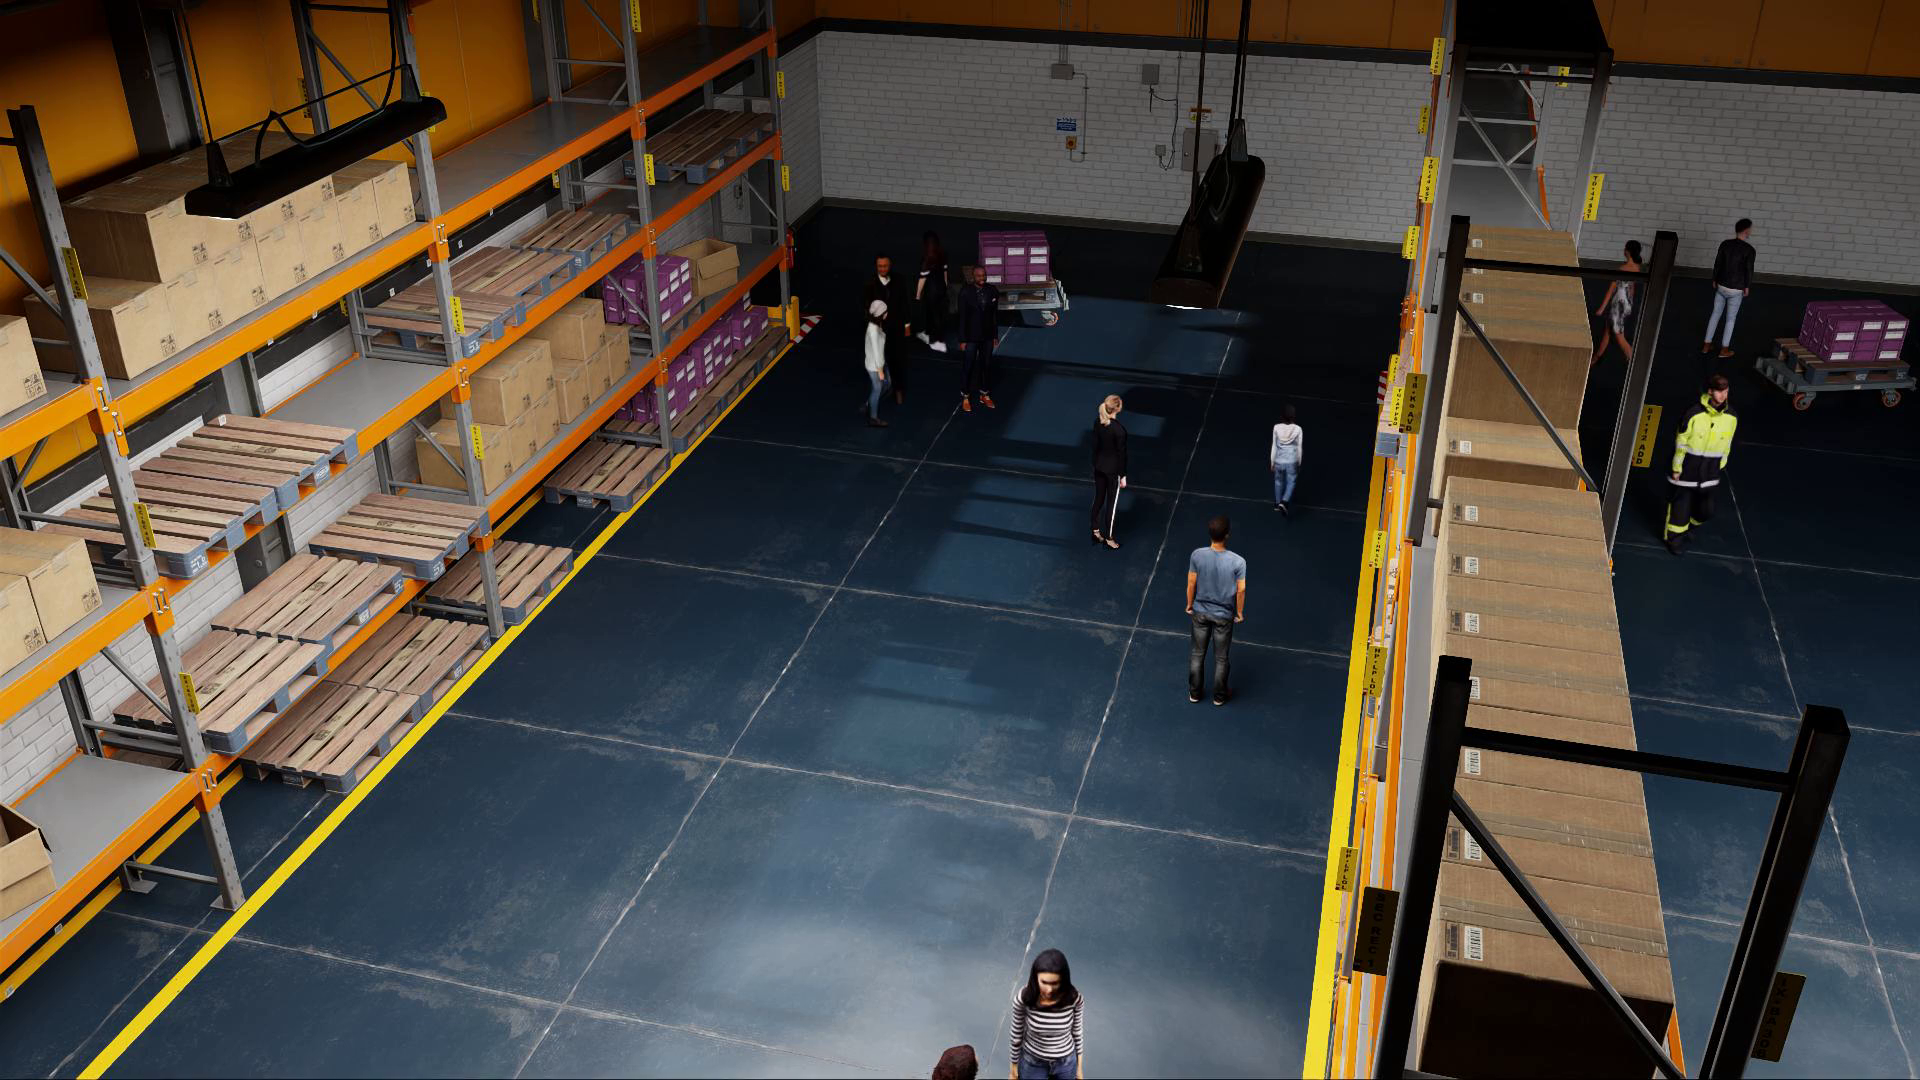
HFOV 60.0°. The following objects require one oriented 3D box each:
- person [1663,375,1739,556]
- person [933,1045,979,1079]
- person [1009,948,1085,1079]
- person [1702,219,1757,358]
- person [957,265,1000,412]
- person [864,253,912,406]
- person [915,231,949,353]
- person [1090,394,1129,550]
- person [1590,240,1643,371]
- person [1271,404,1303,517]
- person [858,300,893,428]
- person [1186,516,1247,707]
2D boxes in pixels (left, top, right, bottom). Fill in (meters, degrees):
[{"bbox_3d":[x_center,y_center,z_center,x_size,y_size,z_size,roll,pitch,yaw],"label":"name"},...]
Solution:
[{"bbox_3d":[7.499,-0.816,17.006,0.867,1.972,0.867,0,29,-1],"label":"person"},{"bbox_3d":[-0.052,3.558,9.211,0.673,1.758,0.694,15,32,26],"label":"person"},{"bbox_3d":[0.522,3.142,9.934,0.659,1.795,0.624,-2,29,-4],"label":"person"},{"bbox_3d":[10.041,-3.290,21.683,0.746,1.836,0.734,-22,35,-34],"label":"person"},{"bbox_3d":[0.219,-2.473,20.204,0.790,1.817,0.814,-11,30,-19],"label":"person"},{"bbox_3d":[-0.879,-2.672,20.507,0.833,1.877,0.954,1,29,2],"label":"person"},{"bbox_3d":[-0.280,-3.244,21.820,0.864,1.625,0.869,22,36,35],"label":"person"},{"bbox_3d":[1.519,-0.700,17.073,0.710,1.705,0.695,-23,36,-36],"label":"person"},{"bbox_3d":[8.377,-2.841,20.915,1.089,1.784,1.046,-23,36,-35],"label":"person"},{"bbox_3d":[3.485,-0.839,17.800,0.511,1.252,0.706,10,30,17],"label":"person"},{"bbox_3d":[-1.071,-2.068,19.655,0.701,1.634,0.629,1,29,2],"label":"person"},{"bbox_3d":[2.219,0.618,14.549,0.669,1.808,0.538,9,30,16],"label":"person"}]
